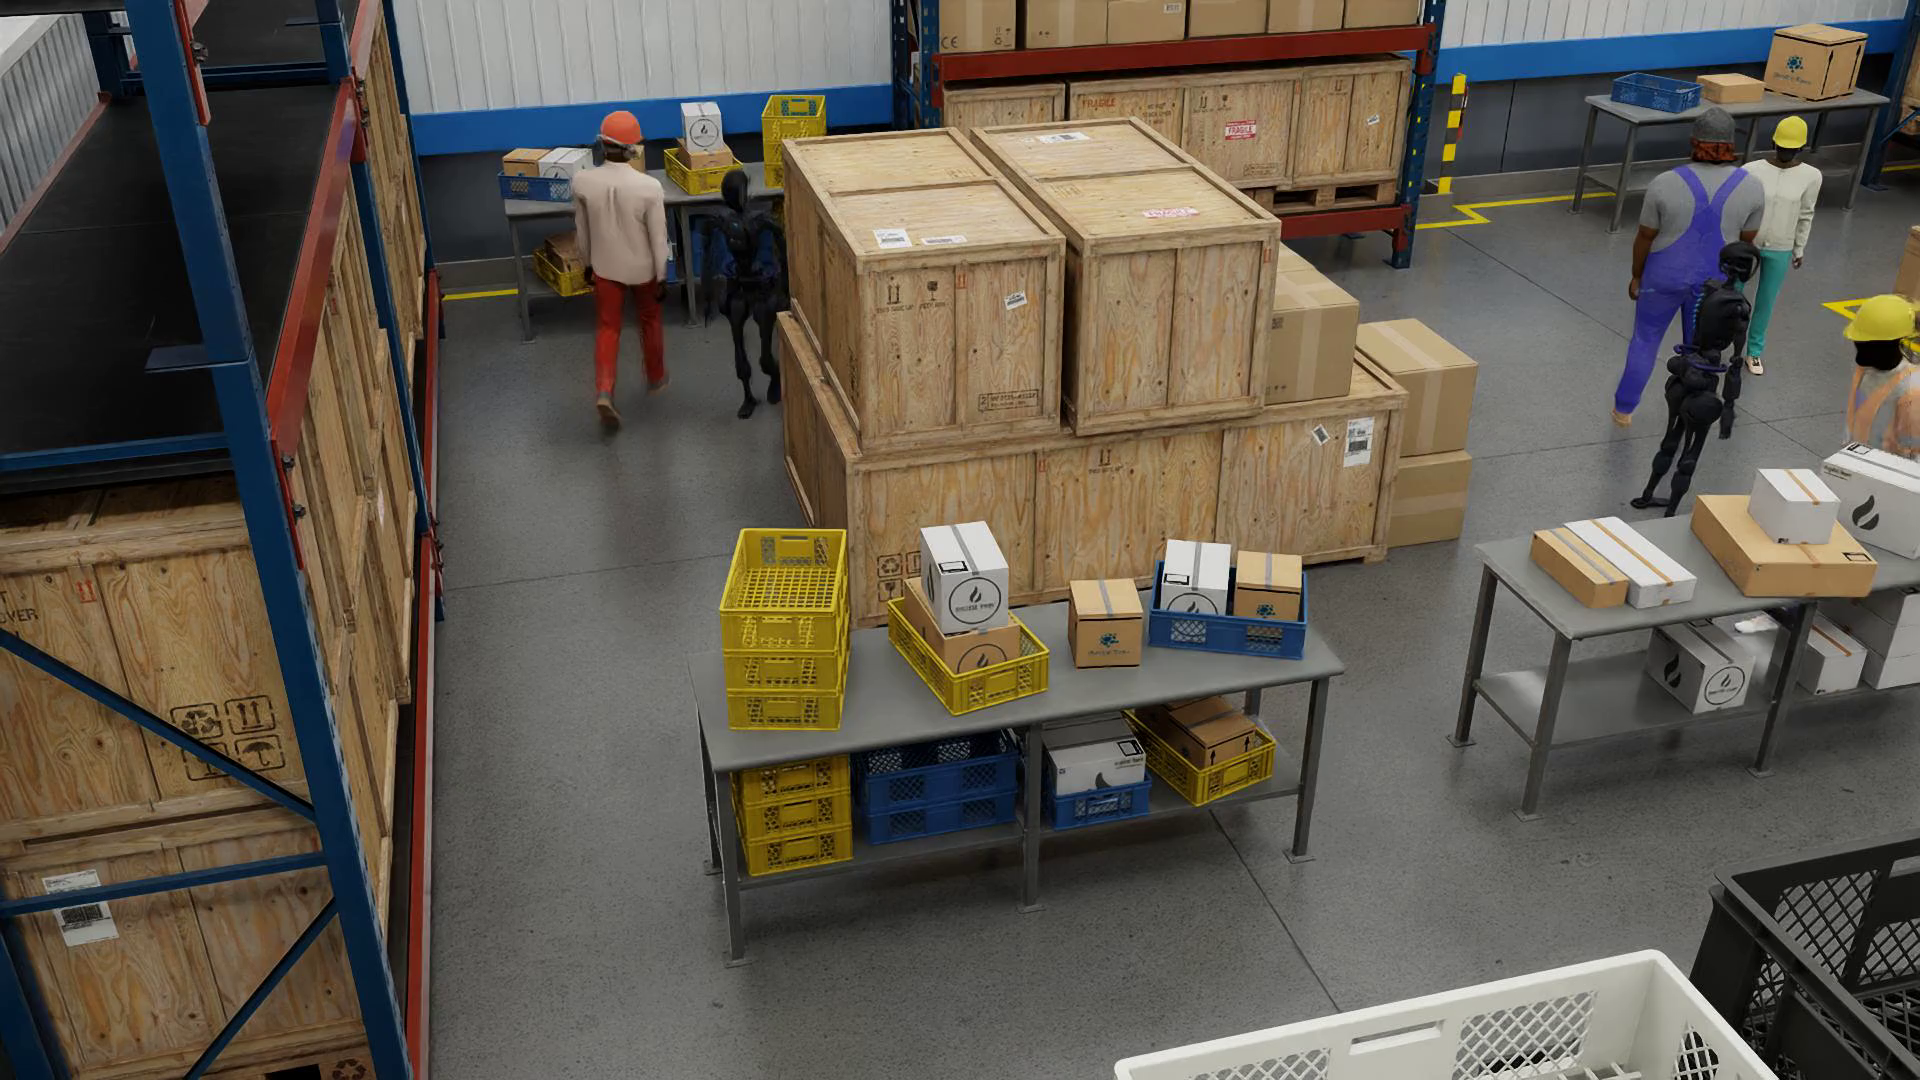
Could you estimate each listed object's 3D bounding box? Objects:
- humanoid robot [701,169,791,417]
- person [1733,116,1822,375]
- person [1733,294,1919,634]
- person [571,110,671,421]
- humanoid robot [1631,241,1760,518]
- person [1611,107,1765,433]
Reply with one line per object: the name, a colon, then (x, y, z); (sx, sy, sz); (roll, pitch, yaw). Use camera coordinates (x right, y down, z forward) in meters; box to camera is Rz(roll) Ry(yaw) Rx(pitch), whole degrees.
humanoid robot: (-1.302, -1.550, 10.468); (0.652, 1.630, 0.420); (5, 29, 9)
person: (5.366, -1.954, 11.111); (0.532, 1.765, 0.325); (9, 30, 15)
person: (4.535, -0.329, 8.083); (1.049, 1.852, 0.613); (3, 29, 5)
person: (-2.129, -1.728, 10.505); (0.614, 1.952, 0.906); (1, 29, 2)
humanoid robot: (4.105, -0.862, 9.219); (0.349, 1.648, 0.573); (-2, 29, -3)
person: (4.498, -1.671, 10.315); (0.685, 2.000, 0.535); (7, 30, 13)
